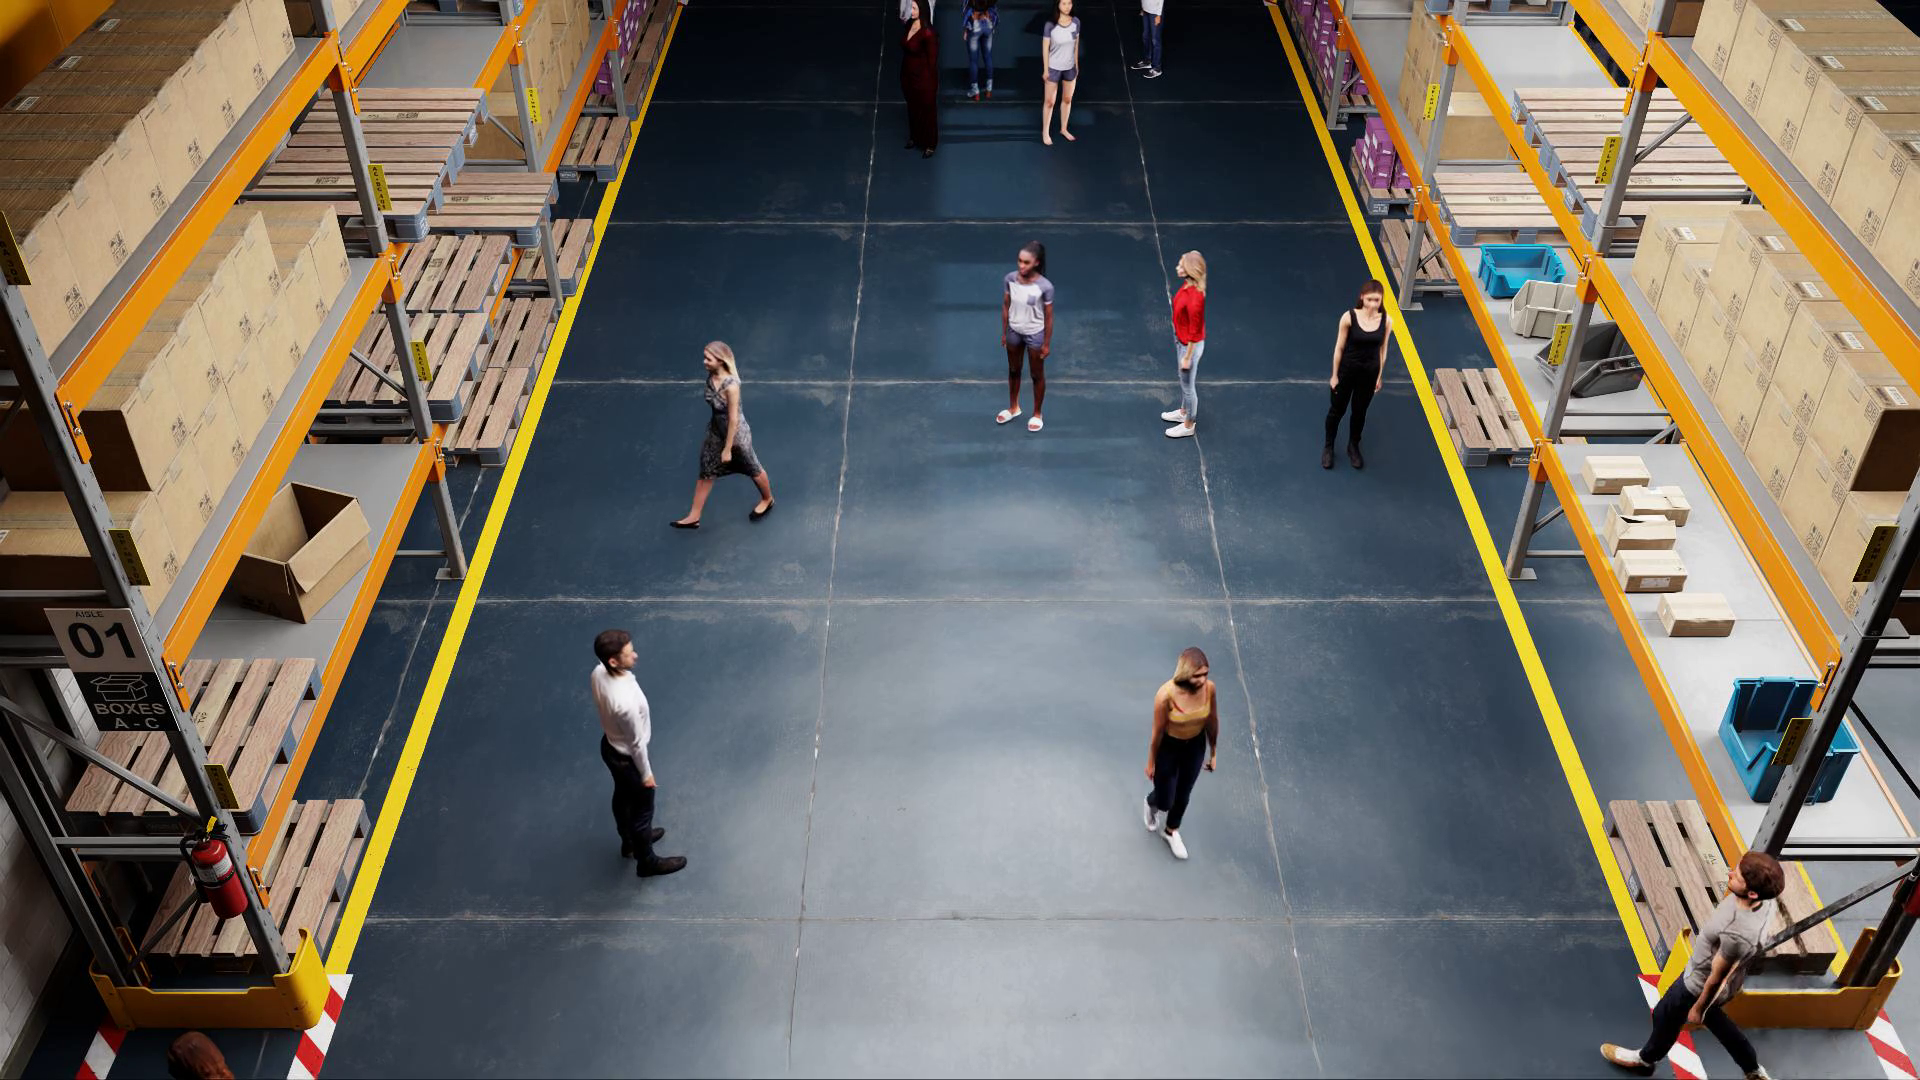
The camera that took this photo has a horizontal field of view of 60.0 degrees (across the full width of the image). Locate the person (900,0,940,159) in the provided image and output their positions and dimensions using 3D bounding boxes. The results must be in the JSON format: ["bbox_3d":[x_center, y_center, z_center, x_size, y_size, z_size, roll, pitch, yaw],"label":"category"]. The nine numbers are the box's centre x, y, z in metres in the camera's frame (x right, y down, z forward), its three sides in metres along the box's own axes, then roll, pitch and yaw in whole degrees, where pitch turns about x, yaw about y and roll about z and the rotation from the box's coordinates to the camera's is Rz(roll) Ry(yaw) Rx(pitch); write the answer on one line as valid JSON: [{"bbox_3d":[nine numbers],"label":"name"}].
[{"bbox_3d":[-0.426,-5.027,18.006,0.820,1.758,0.741,-27,46,-30],"label":"person"}]

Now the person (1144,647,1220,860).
[{"bbox_3d":[1.318,1.253,10.252,0.706,1.622,0.769,-12,40,-14],"label":"person"}]

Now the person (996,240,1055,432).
[{"bbox_3d":[0.566,-1.704,13.874,0.695,1.721,0.702,18,42,22],"label":"person"}]

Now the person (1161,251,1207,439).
[{"bbox_3d":[1.890,-1.621,13.784,0.671,1.703,0.439,0,39,1],"label":"person"}]

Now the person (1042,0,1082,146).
[{"bbox_3d":[1.114,-5.207,18.273,0.664,1.706,0.650,-16,41,-19],"label":"person"}]

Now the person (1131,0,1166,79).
[{"bbox_3d":[2.314,-6.306,19.767,0.679,1.557,0.577,-16,41,-19],"label":"person"}]

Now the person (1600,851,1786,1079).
[{"bbox_3d":[4.017,2.319,8.715,1.117,1.874,1.124,25,45,28],"label":"person"}]

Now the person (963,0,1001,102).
[{"bbox_3d":[0.224,-5.889,19.195,0.698,1.621,0.693,-16,41,-19],"label":"person"}]

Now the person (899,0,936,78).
[{"bbox_3d":[-0.438,-6.094,19.337,0.704,1.765,0.777,-10,40,-12],"label":"person"}]

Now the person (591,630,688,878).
[{"bbox_3d":[-2.007,1.280,10.020,0.774,1.867,0.681,-21,43,-24],"label":"person"}]

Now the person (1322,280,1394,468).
[{"bbox_3d":[3.210,-1.351,13.458,0.574,1.689,0.537,0,39,0],"label":"person"}]

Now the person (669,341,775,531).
[{"bbox_3d":[-1.676,-0.814,12.809,1.065,1.659,1.117,-23,44,-26],"label":"person"}]

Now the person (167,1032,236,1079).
[{"bbox_3d":[-3.646,2.930,8.269,0.643,1.475,0.666,23,44,27],"label":"person"}]
